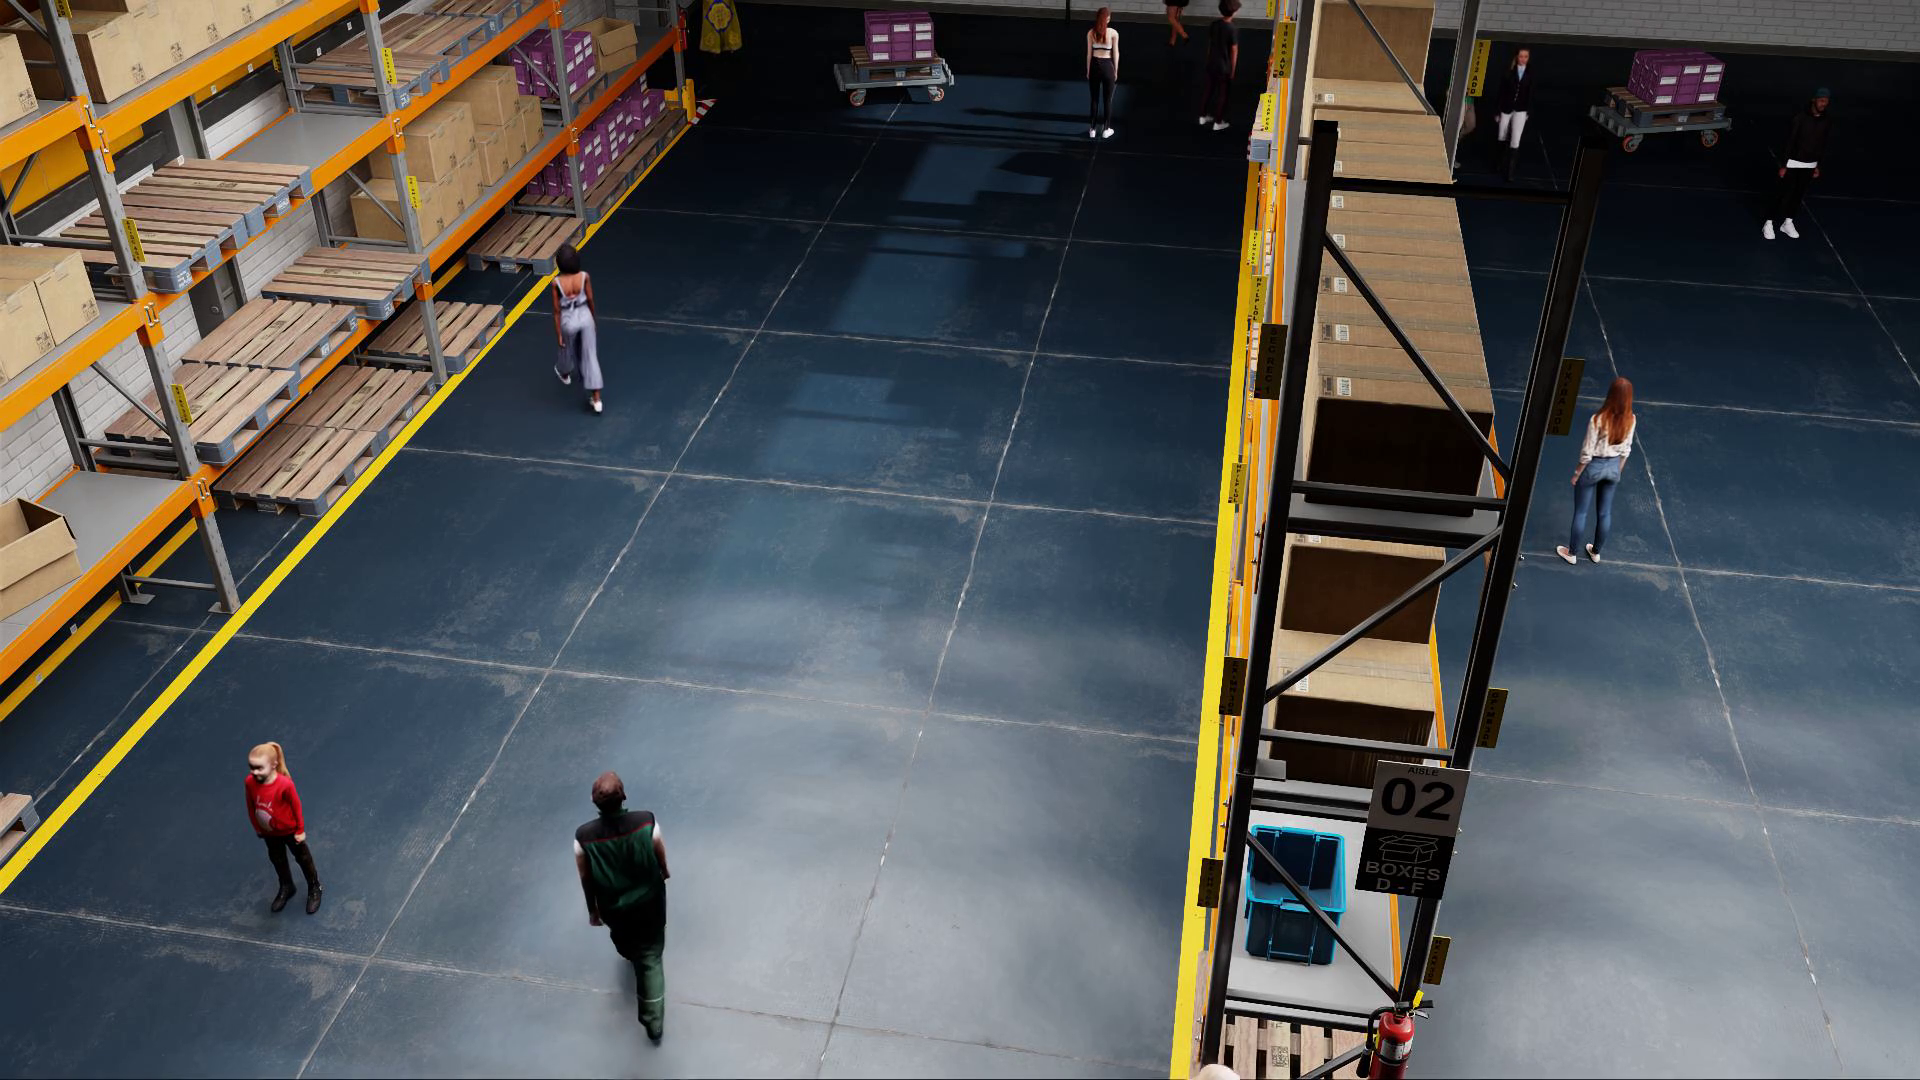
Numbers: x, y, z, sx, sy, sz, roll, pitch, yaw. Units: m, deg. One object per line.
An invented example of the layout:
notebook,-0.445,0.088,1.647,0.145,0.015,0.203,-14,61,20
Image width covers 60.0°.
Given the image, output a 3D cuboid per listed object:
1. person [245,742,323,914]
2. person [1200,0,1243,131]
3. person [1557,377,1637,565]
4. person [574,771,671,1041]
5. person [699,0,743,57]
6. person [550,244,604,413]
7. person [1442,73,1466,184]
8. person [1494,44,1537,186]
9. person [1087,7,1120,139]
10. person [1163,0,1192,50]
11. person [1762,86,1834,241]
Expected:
person,-4.331,1.824,10.606,0.512,1.281,0.529,2,34,3
person,3.551,-6.502,22.691,0.737,1.769,0.771,28,43,35
person,5.315,-0.574,13.810,0.634,1.729,0.588,-3,34,-5
person,-1.908,2.144,9.668,0.938,1.787,1.219,-6,34,-9
person,-3.726,-8.289,25.481,1.003,1.658,1.025,-15,36,-21
person,-3.664,-2.004,16.030,0.989,1.653,1.154,-16,37,-23
person,6.252,-5.303,21.172,0.659,1.455,0.484,2,34,3
person,7.019,-5.440,21.173,0.641,1.683,1.149,7,34,11
person,1.905,-6.297,22.410,0.599,1.740,0.541,9,35,13
person,3.386,-8.335,25.545,0.924,1.663,0.989,-20,39,-28
person,9.880,-4.450,19.562,0.730,1.816,0.675,-3,34,-4
